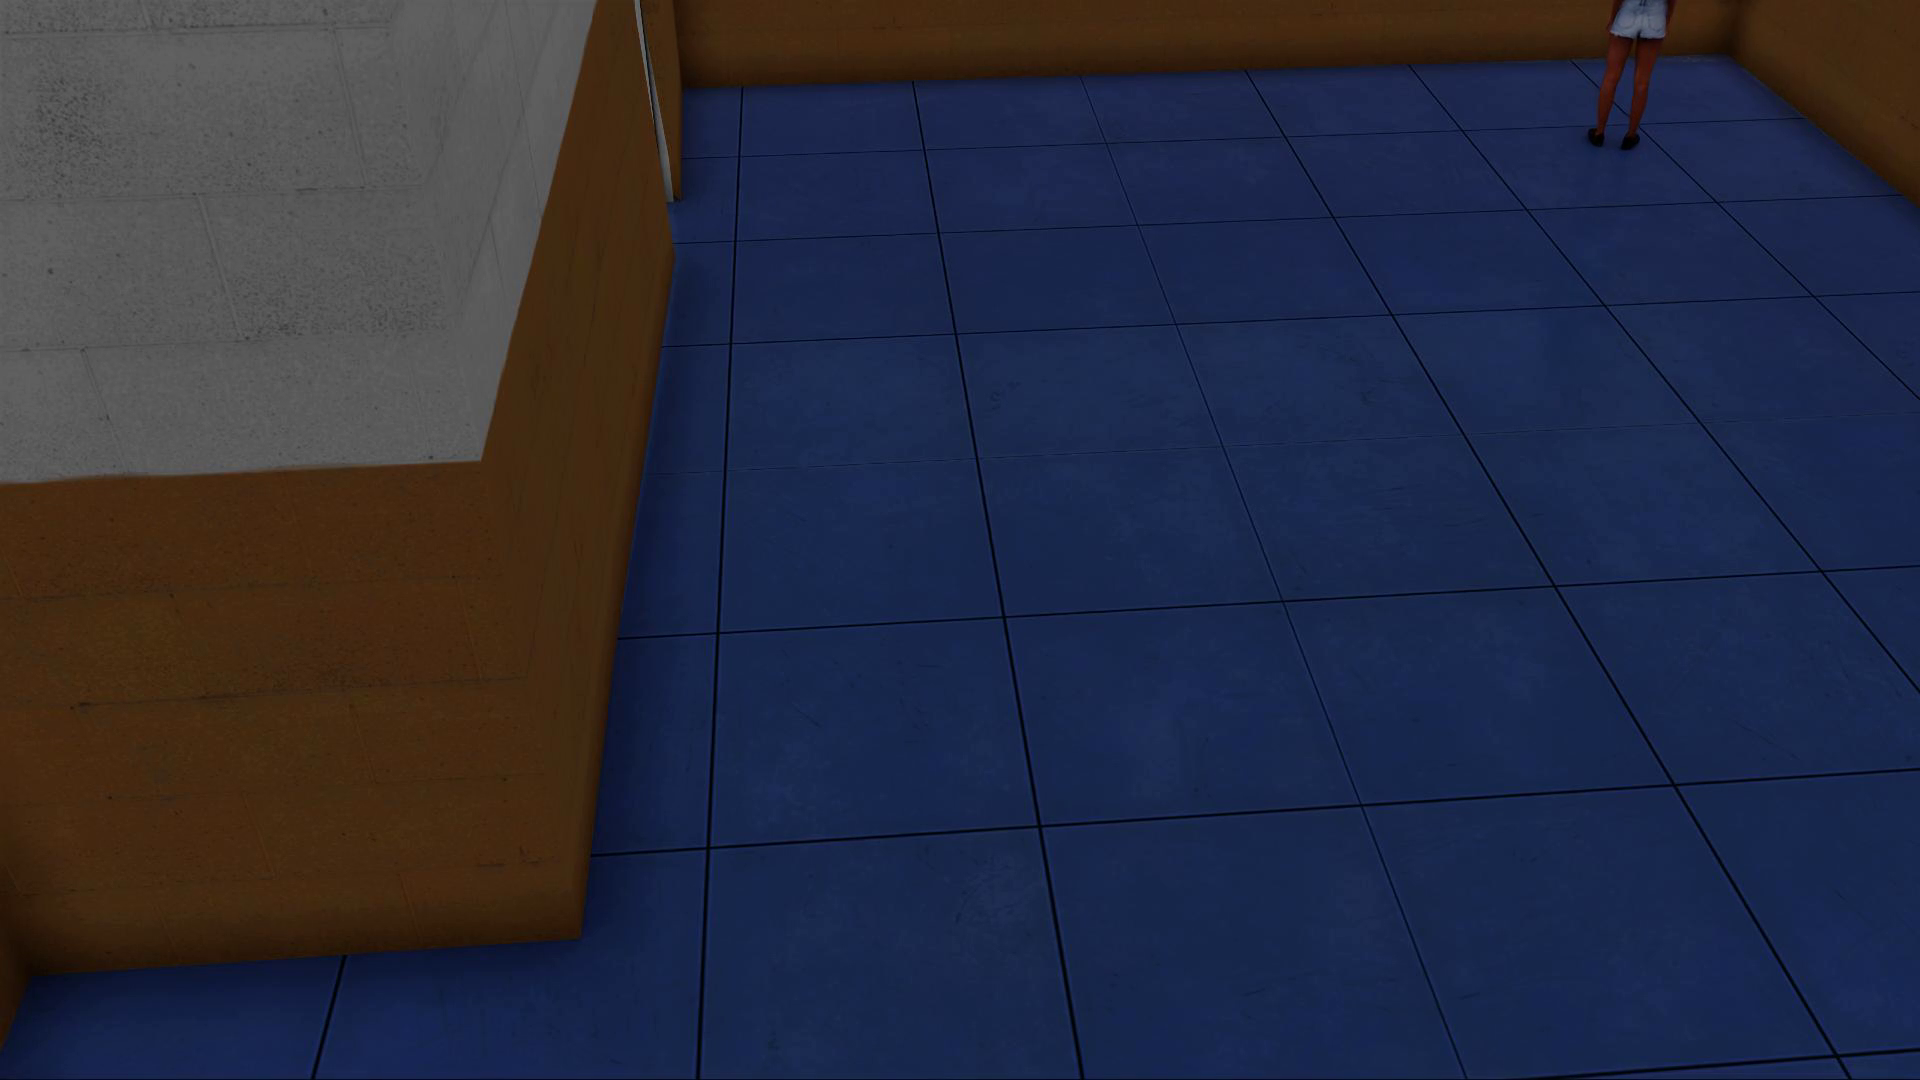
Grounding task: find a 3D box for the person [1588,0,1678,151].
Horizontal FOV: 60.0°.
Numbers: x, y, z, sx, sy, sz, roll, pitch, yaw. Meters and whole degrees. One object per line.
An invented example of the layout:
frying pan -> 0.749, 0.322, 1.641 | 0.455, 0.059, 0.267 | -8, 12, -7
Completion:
person -> 4.744, -3.603, 11.624 | 0.588, 1.744, 0.723 | 11, 38, 15
